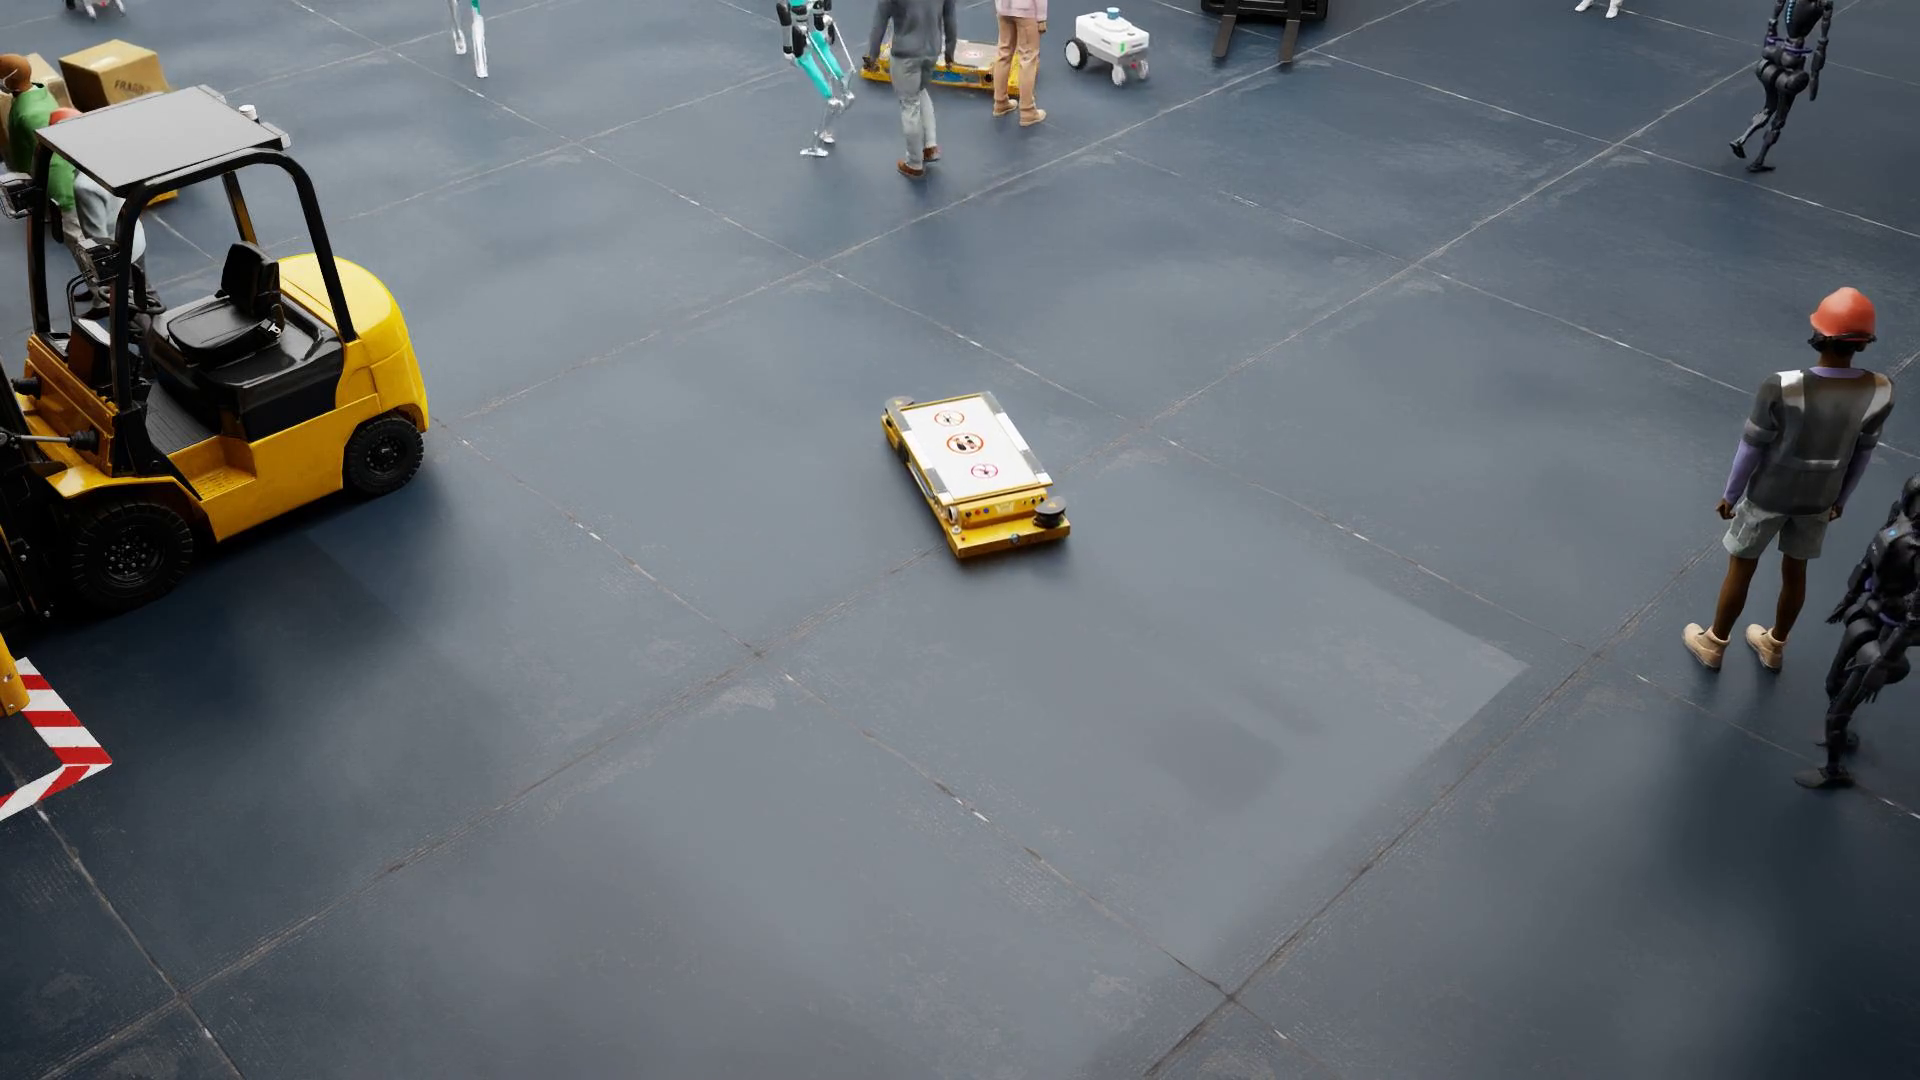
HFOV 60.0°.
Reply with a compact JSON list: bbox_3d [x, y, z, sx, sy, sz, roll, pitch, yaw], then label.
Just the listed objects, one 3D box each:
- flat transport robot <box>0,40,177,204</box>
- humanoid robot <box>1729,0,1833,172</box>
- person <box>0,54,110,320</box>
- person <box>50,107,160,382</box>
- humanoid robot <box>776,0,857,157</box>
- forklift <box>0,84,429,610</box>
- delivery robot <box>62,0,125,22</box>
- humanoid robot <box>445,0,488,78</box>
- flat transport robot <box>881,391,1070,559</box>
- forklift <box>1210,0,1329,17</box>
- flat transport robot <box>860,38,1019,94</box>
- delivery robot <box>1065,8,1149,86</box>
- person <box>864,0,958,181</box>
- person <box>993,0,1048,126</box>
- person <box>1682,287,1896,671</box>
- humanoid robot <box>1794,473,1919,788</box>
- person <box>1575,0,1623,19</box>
[{"bbox_3d":[-6.642,-2.874,12.843,0.659,0.231,1.431,-26,44,-30],"label":"flat transport robot"},{"bbox_3d":[6.274,-3.619,12.656,0.374,1.648,0.603,-12,39,-16],"label":"humanoid robot"},{"bbox_3d":[-5.856,-2.284,10.789,0.383,1.783,0.535,-14,39,-18],"label":"person"},{"bbox_3d":[-5.185,-1.804,10.182,0.350,1.740,0.573,-3,37,-5],"label":"person"},{"bbox_3d":[-1.056,-3.851,12.903,0.722,1.762,0.543,27,44,31],"label":"humanoid robot"},{"bbox_3d":[-4.145,-1.093,8.856,2.313,2.155,1.214,-31,47,-34],"label":"forklift"},{"bbox_3d":[-8.285,-5.314,15.857,0.499,0.577,0.769,-25,43,-29],"label":"delivery robot"},{"bbox_3d":[-4.383,-5.000,14.475,0.537,1.768,0.940,-13,39,-16],"label":"humanoid robot"},{"bbox_3d":[0.065,-0.423,9.563,0.659,0.231,1.431,-12,38,-15],"label":"flat transport robot"},{"bbox_3d":[3.106,-6.400,15.960,1.214,2.155,2.313,8,37,10],"label":"forklift"},{"bbox_3d":[-0.100,-4.174,14.585,1.431,0.231,0.659,9,38,12],"label":"flat transport robot"},{"bbox_3d":[1.323,-4.367,14.600,0.499,0.589,0.790,-22,42,-27],"label":"delivery robot"},{"bbox_3d":[-0.358,-3.666,12.526,0.661,1.913,0.456,-23,43,-28],"label":"person"},{"bbox_3d":[0.473,-4.251,13.431,0.526,1.775,0.408,30,46,33],"label":"person"},{"bbox_3d":[3.915,-0.252,7.868,0.601,2.035,0.413,1,37,1],"label":"person"},{"bbox_3d":[4.035,0.391,7.303,0.367,1.654,0.584,4,37,5],"label":"humanoid robot"},{"bbox_3d":[6.138,-5.725,15.522,0.519,1.632,0.313,25,43,29],"label":"person"}]
